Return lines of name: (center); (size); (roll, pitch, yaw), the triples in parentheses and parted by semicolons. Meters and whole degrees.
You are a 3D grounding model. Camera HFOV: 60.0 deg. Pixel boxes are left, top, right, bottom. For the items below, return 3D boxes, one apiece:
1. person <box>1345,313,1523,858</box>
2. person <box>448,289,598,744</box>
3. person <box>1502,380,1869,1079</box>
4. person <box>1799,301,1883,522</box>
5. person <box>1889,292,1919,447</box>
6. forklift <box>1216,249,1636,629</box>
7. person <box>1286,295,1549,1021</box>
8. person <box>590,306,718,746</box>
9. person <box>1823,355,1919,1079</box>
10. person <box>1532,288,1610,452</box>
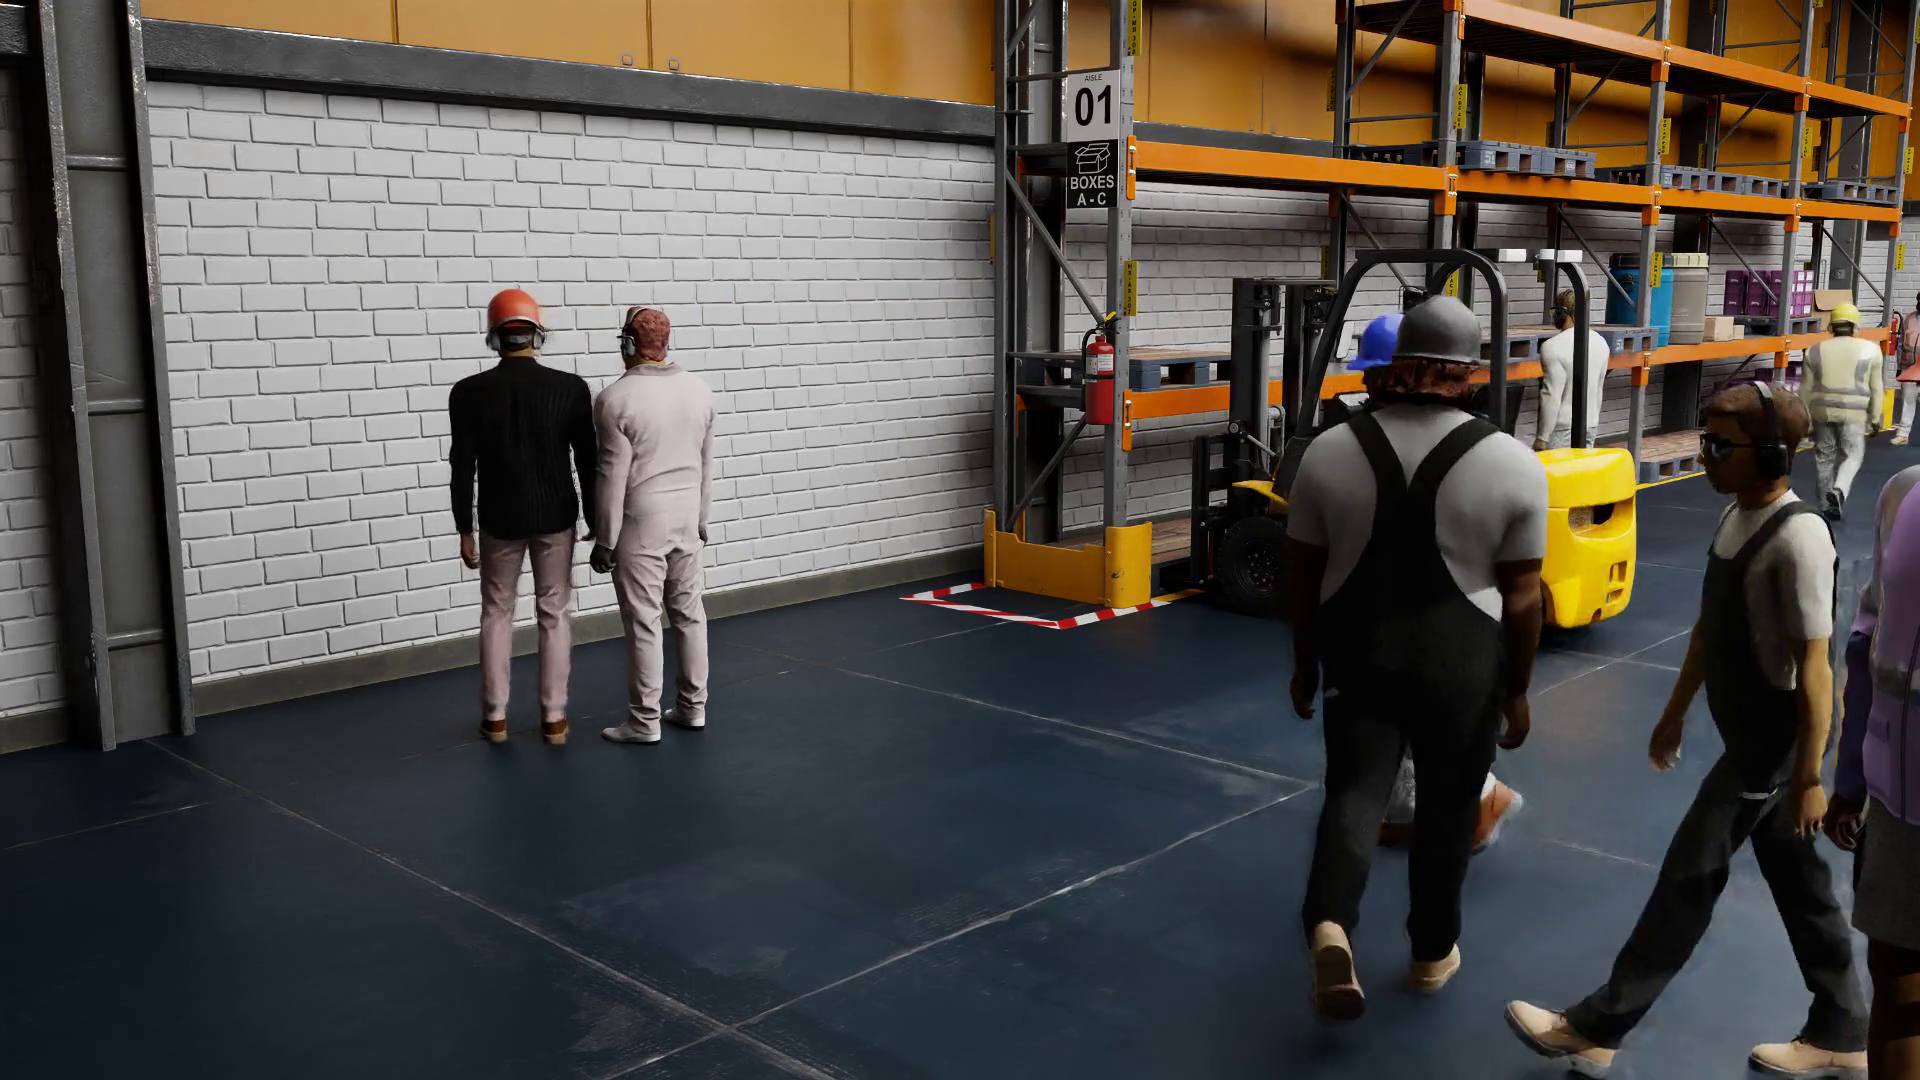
person: (1.593, 0.184, 5.757); (0.568, 1.930, 0.613); (2, 9, 10)
person: (-1.882, -0.093, 7.250); (0.632, 1.984, 0.469); (-2, 10, -15)
person: (1.910, 0.501, 4.197); (0.958, 1.792, 0.536); (2, 10, 14)
person: (7.107, -1.021, 13.460); (0.602, 1.817, 0.676); (7, 12, 36)
person: (11.249, -2.006, 19.434); (0.430, 1.841, 0.624); (-6, 11, -34)
forklift: (2.710, -0.584, 9.626); (2.313, 2.155, 1.214); (9, 13, 43)
person: (1.227, 0.318, 4.561); (0.695, 2.000, 0.811); (5, 10, 27)
person: (-1.359, -0.060, 7.287); (0.407, 1.910, 0.638); (7, 12, 38)
person: (1.989, 0.518, 3.326); (0.371, 2.044, 0.608); (-3, 10, -16)
person: (4.140, -0.739, 11.352); (0.627, 1.940, 0.375); (-6, 11, -34)
